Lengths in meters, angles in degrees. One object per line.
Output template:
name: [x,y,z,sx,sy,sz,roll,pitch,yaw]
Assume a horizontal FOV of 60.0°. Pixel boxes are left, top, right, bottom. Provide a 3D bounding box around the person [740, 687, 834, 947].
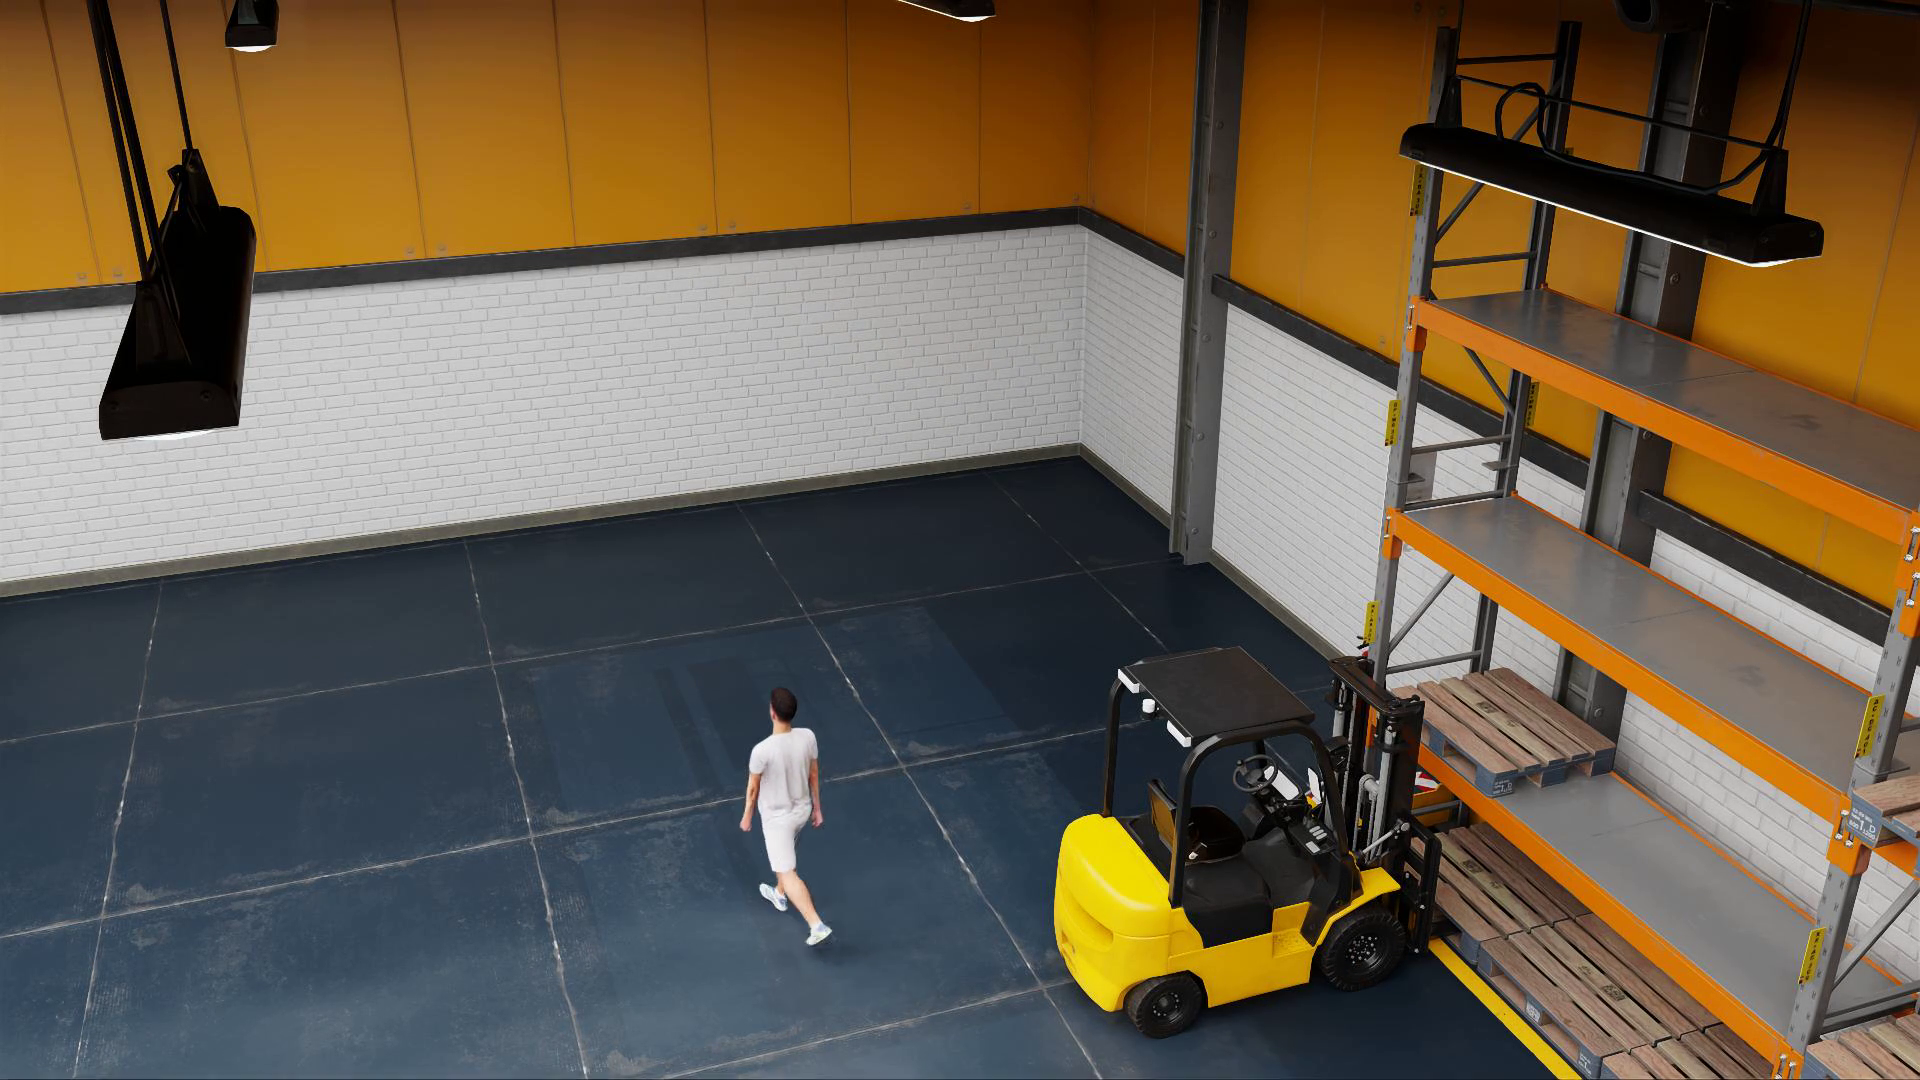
person: [-1.137,1.913,11.336,1.276,1.821,1.005,22,32,40]
